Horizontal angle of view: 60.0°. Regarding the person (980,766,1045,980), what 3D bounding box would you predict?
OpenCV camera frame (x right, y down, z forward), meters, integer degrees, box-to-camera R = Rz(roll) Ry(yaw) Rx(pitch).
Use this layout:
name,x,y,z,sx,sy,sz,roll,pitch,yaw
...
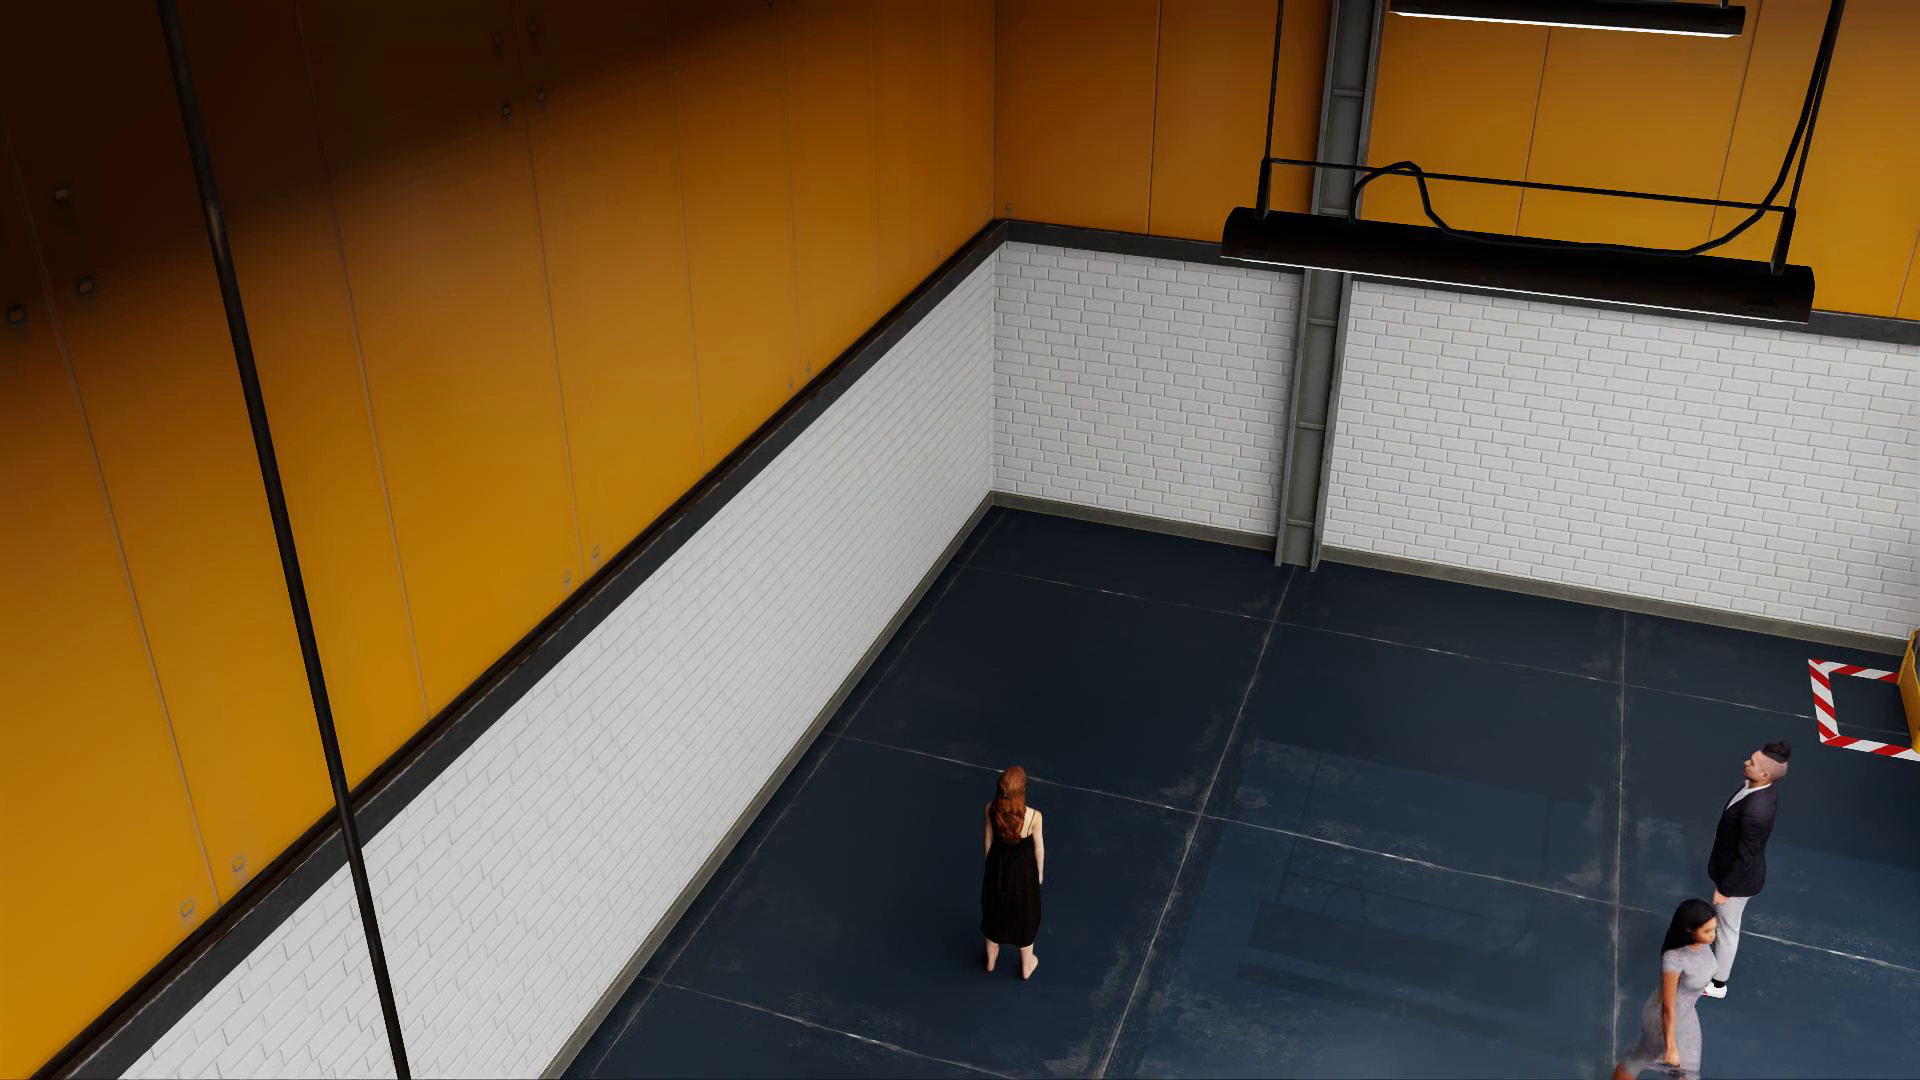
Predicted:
name,x,y,z,sx,sy,sz,roll,pitch,yaw
person,0.331,2.165,10.841,0.504,1.623,0.622,8,30,15

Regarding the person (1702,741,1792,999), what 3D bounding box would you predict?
name,x,y,z,sx,sy,sz,roll,pitch,yaw
person,4.991,2.084,10.648,0.629,1.949,0.729,14,32,24

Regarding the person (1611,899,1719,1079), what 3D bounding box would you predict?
name,x,y,z,sx,sy,sz,roll,pitch,yaw
person,4.003,2.751,9.630,0.881,1.753,1.063,-25,37,-38
